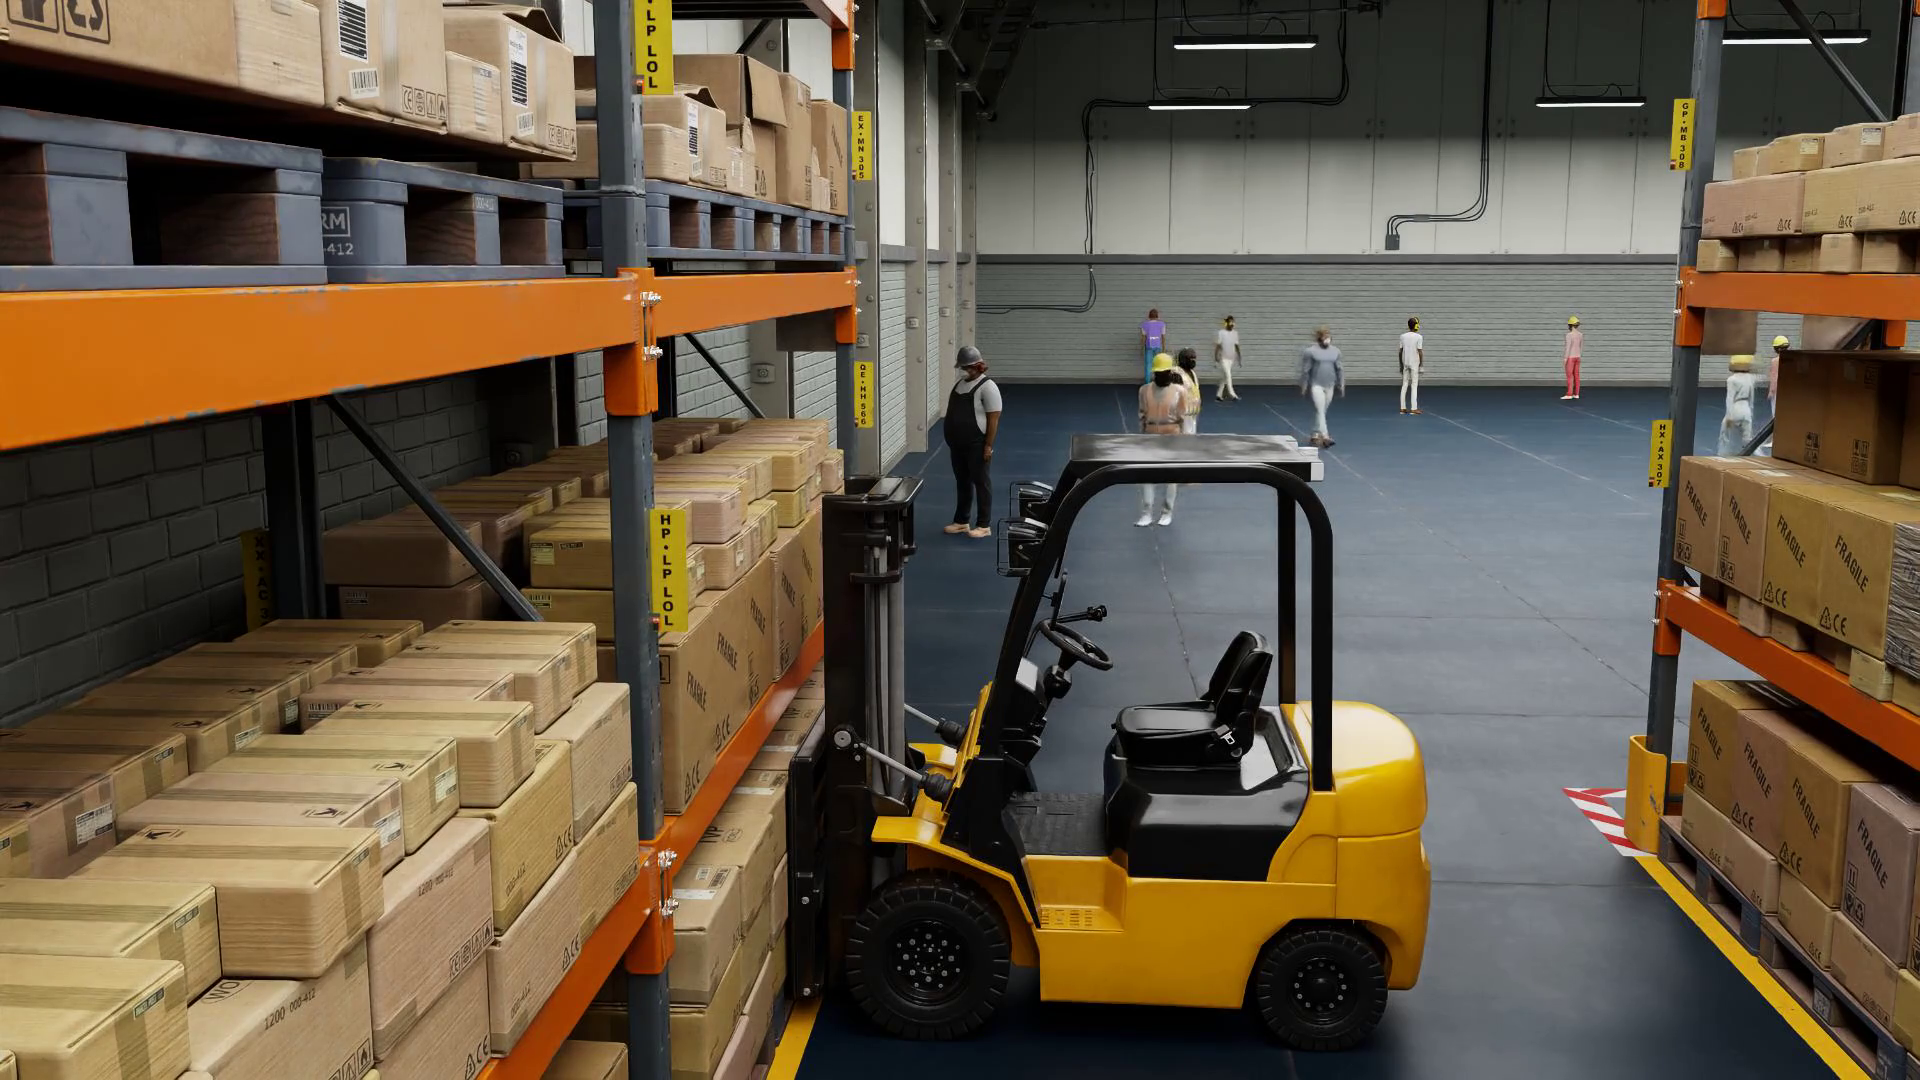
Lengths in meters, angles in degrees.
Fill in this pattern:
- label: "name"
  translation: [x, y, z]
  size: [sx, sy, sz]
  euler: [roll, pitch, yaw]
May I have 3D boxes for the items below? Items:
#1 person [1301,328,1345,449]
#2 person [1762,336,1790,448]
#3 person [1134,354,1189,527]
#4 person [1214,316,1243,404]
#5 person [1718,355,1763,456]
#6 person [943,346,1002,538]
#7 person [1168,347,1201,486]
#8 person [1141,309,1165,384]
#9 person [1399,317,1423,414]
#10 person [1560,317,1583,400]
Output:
- label: "person"
  translation: [5.737, -2.388, 26.181]
  size: [0.653, 1.882, 1.007]
  euler: [-2, 10, -14]
- label: "person"
  translation: [12.888, -2.327, 26.178]
  size: [0.526, 1.765, 0.329]
  euler: [-6, 11, -34]
- label: "person"
  translation: [2.159, -1.067, 18.116]
  size: [0.621, 1.897, 0.807]
  euler: [5, 11, 27]
- label: "person"
  translation: [5.621, -3.755, 34.665]
  size: [0.548, 1.815, 0.965]
  euler: [-5, 11, -29]
- label: "person"
  translation: [10.584, -1.694, 22.500]
  size: [0.492, 1.716, 0.805]
  euler: [-4, 10, -22]
- label: "person"
  translation: [0.088, -1.049, 17.596]
  size: [0.536, 2.000, 0.677]
  euler: [-8, 12, -38]
- label: "person"
  translation: [2.863, -1.617, 21.761]
  size: [0.643, 1.812, 0.632]
  euler: [5, 11, 30]
- label: "person"
  translation: [4.542, -4.501, 39.108]
  size: [0.571, 1.842, 0.376]
  euler: [-1, 9, -5]
- label: "person"
  translation: [8.730, -3.365, 32.149]
  size: [0.316, 1.870, 0.531]
  euler: [-9, 13, -43]
- label: "person"
  translation: [13.103, -3.888, 35.631]
  size: [0.535, 1.767, 0.315]
  euler: [-6, 11, -33]
